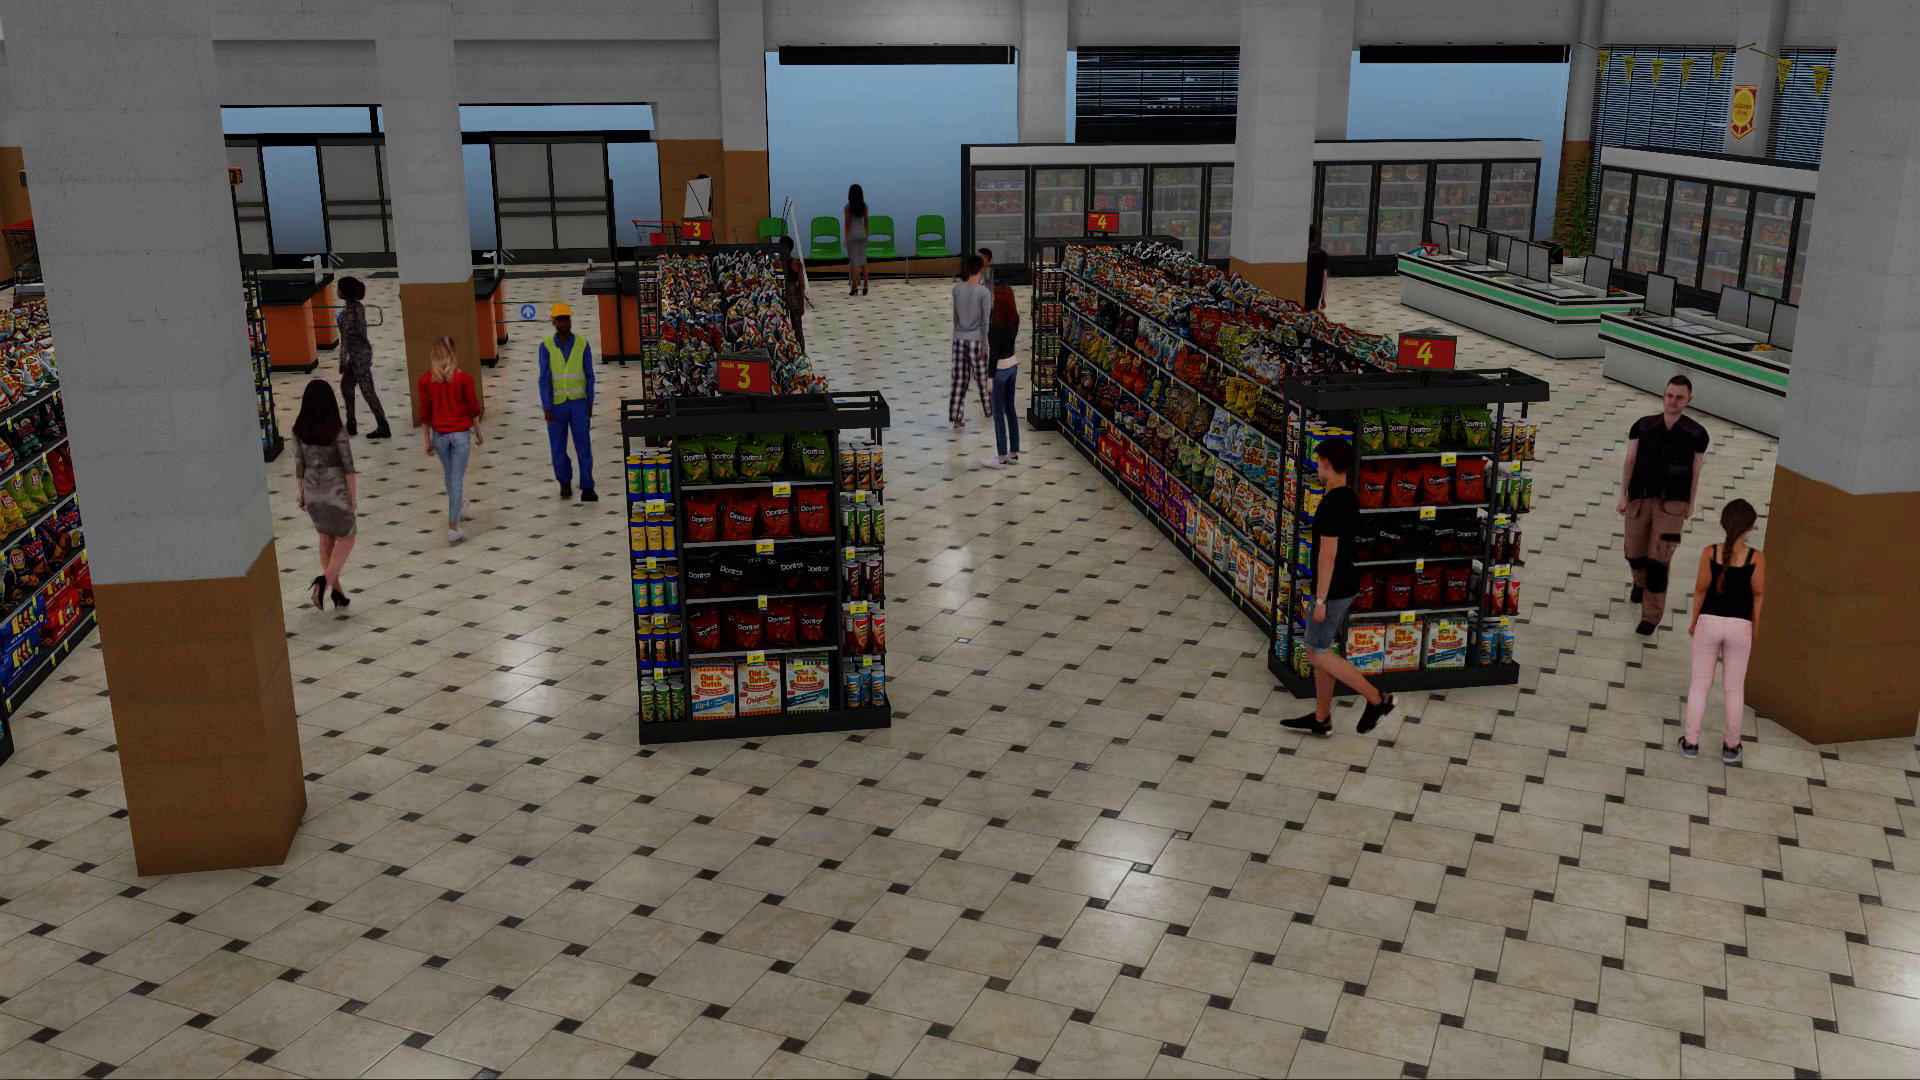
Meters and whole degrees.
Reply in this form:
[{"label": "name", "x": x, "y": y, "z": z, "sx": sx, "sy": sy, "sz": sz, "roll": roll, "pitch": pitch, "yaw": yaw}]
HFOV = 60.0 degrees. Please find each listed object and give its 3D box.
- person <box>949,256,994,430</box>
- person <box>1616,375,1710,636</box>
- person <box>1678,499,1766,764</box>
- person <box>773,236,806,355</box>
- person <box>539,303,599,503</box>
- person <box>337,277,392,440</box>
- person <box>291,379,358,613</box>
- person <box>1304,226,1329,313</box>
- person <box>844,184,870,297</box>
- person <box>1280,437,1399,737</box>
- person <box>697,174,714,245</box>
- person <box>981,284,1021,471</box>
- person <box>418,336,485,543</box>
[{"label": "person", "x": 0.063, "y": -2.063, "z": 17.692, "sx": 1.017, "sy": 1.801, "sz": 1.205, "roll": 6, "pitch": 18, "yaw": 20}, {"label": "person", "x": 4.966, "y": -0.280, "z": 11.809, "sx": 1.144, "sy": 1.808, "sz": 1.192, "roll": 12, "pitch": 20, "yaw": 34}, {"label": "person", "x": 4.409, "y": 0.518, "z": 9.600, "sx": 0.614, "sy": 1.564, "sz": 0.643, "roll": 7, "pitch": 18, "yaw": 21}, {"label": "person", "x": -2.150, "y": -2.951, "z": 20.795, "sx": 0.596, "sy": 1.699, "sz": 0.536, "roll": -5, "pitch": 18, "yaw": -15}, {"label": "person", "x": -3.576, "y": -1.241, "z": 15.025, "sx": 0.797, "sy": 1.778, "sz": 1.101, "roll": -6, "pitch": 18, "yaw": -19}, {"label": "person", "x": -6.137, "y": -1.867, "z": 17.239, "sx": 0.695, "sy": 1.690, "sz": 0.799, "roll": -1, "pitch": 17, "yaw": -5}, {"label": "person", "x": -4.550, "y": -0.264, "z": 11.889, "sx": 0.757, "sy": 1.731, "sz": 0.985, "roll": 1, "pitch": 17, "yaw": 4}, {"label": "person", "x": 4.257, "y": -2.912, "z": 20.481, "sx": 0.744, "sy": 1.805, "sz": 1.171, "roll": -3, "pitch": 17, "yaw": -11}, {"label": "person", "x": -1.669, "y": -4.858, "z": 26.933, "sx": 0.655, "sy": 1.781, "sz": 0.637, "roll": -9, "pitch": 19, "yaw": -28}, {"label": "person", "x": 2.289, "y": 0.320, "z": 9.819, "sx": 1.003, "sy": 1.817, "sz": 0.999, "roll": 6, "pitch": 18, "yaw": 18}, {"label": "person", "x": -4.717, "y": -5.889, "z": 30.566, "sx": 0.713, "sy": 1.642, "sz": 0.592, "roll": -13, "pitch": 21, "yaw": -36}, {"label": "person", "x": 0.421, "y": -1.592, "z": 16.164, "sx": 0.717, "sy": 1.788, "sz": 0.646, "roll": 10, "pitch": 19, "yaw": 29}, {"label": "person", "x": -4.227, "y": -0.800, "z": 13.781, "sx": 0.745, "sy": 1.658, "sz": 1.121, "roll": 0, "pitch": 17, "yaw": -1}]
